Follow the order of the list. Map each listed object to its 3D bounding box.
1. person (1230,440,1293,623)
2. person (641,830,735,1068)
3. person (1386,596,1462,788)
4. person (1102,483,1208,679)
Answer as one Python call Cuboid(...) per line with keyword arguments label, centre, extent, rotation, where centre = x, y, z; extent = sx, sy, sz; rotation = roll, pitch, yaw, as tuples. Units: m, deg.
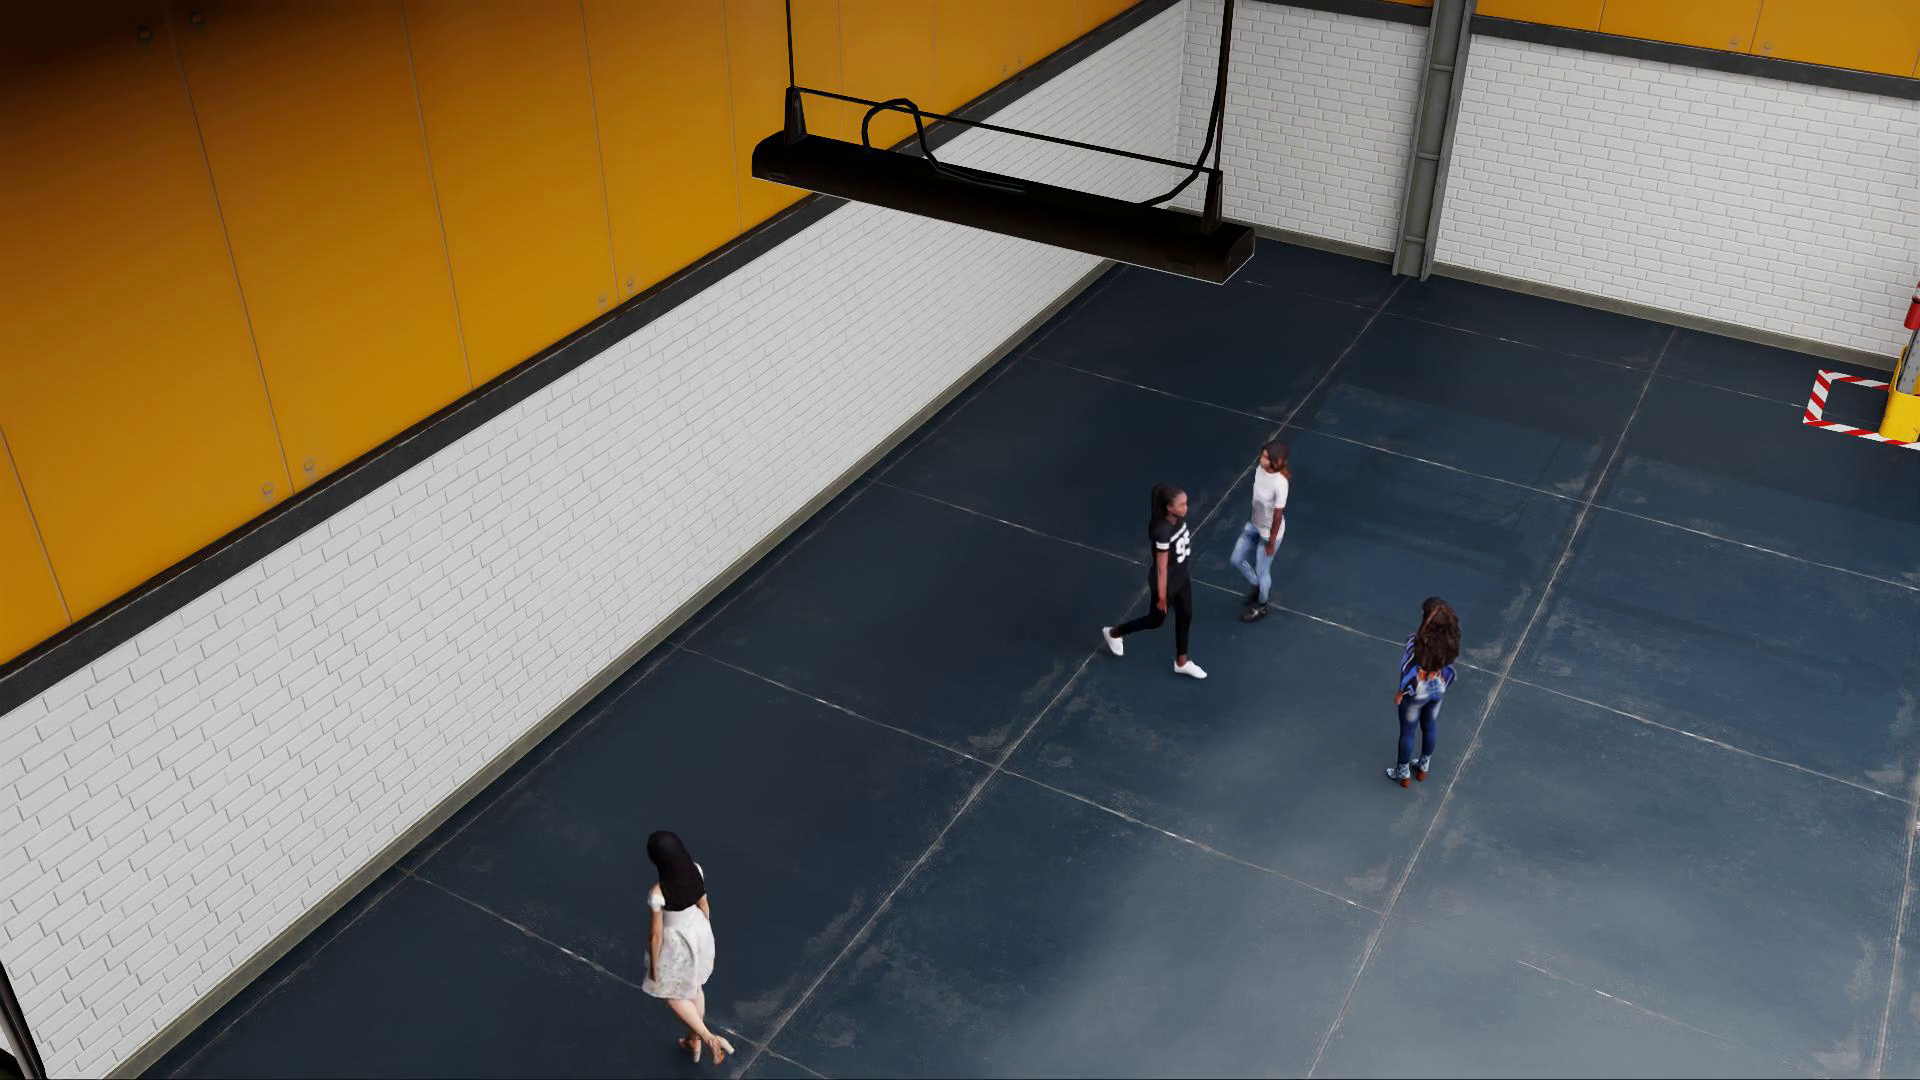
Cuboid(label="person", centre=(2.558, -0.085, 13.595), extent=(0.800, 1.718, 0.734), rotation=(-11, 35, -17))
Cuboid(label="person", centre=(-1.569, 2.450, 9.742), extent=(0.903, 1.762, 0.737), rotation=(27, 42, 34))
Cuboid(label="person", centre=(3.317, 1.079, 11.934), extent=(0.693, 1.617, 0.740), rotation=(-11, 35, -16))
Cuboid(label="person", centre=(1.547, 0.316, 13.004), extent=(1.110, 1.703, 0.658), rotation=(15, 37, 22))
